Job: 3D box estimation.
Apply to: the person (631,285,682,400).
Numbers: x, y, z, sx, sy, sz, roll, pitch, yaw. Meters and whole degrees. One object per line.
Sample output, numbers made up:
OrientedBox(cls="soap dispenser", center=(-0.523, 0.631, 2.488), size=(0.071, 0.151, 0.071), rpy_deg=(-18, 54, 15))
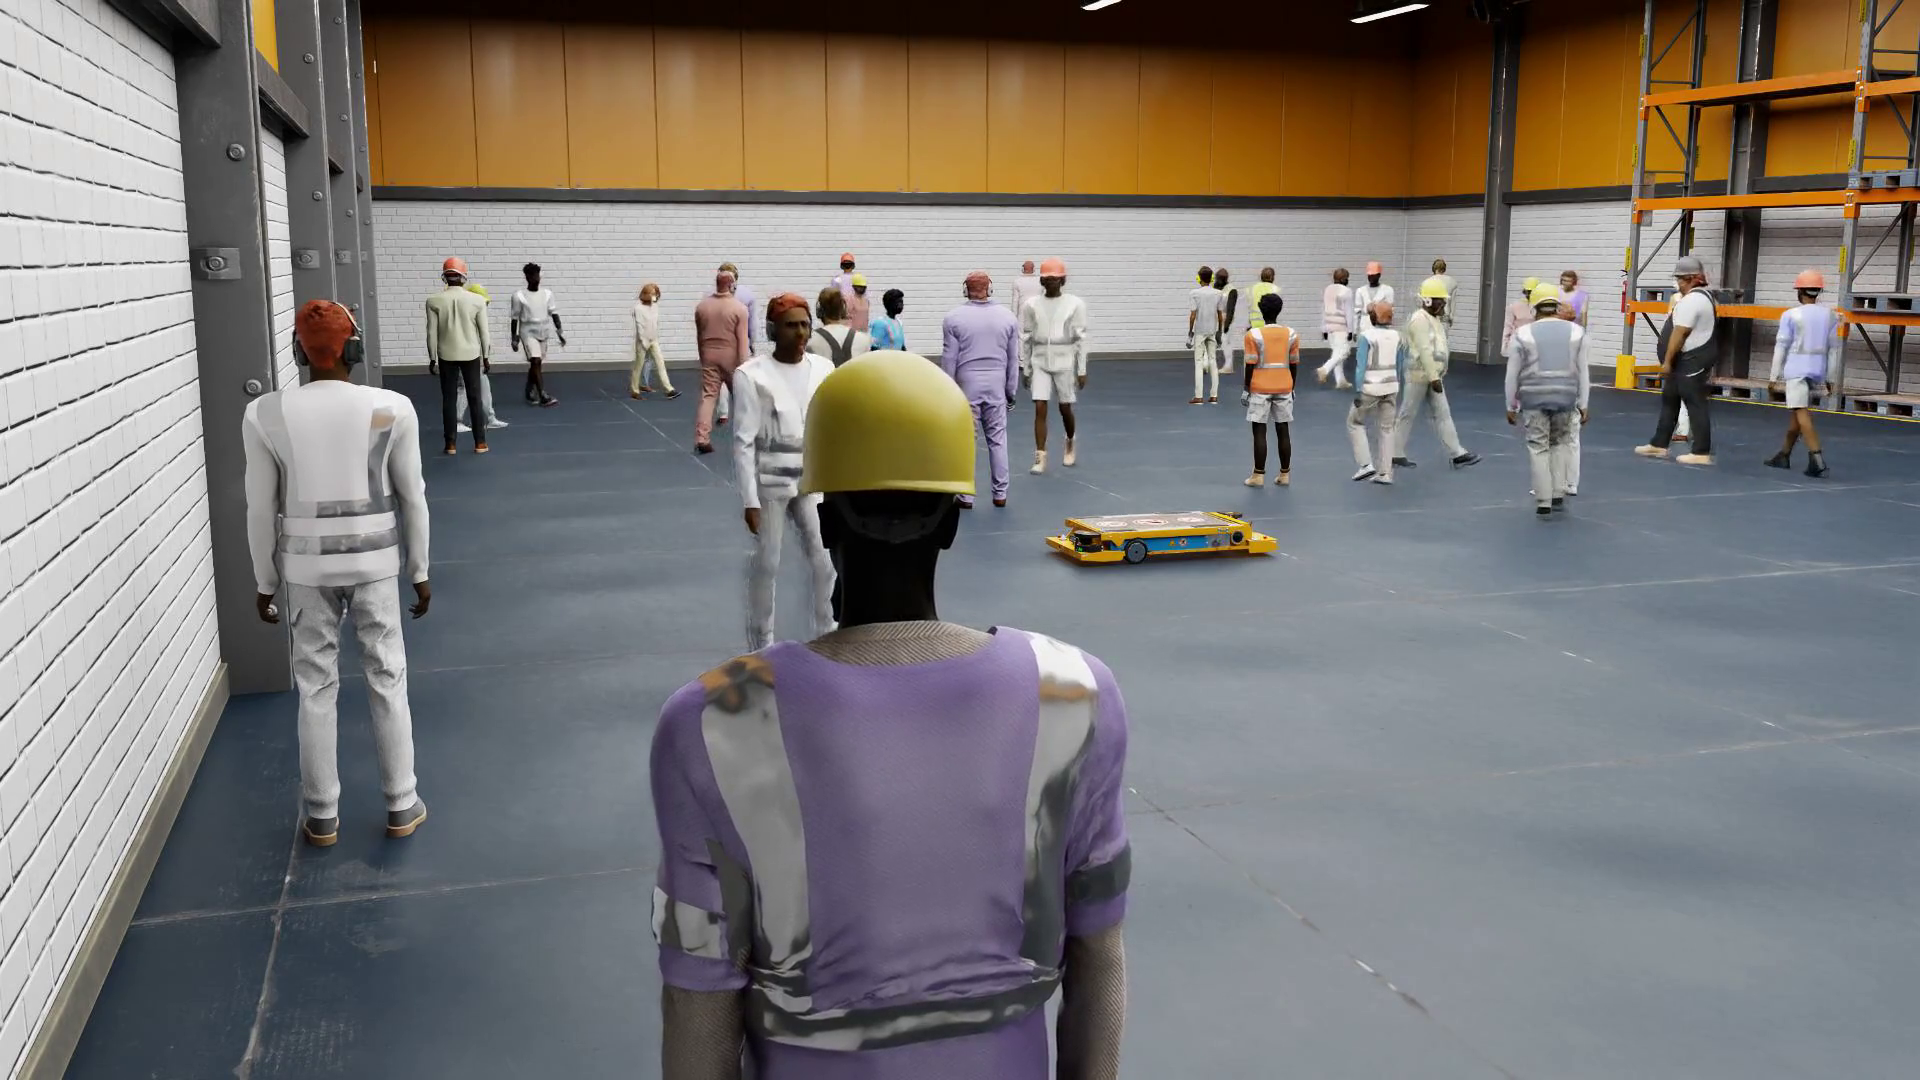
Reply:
OrientedBox(cls="person", center=(-4.257, -2.711, 22.982), size=(0.841, 1.594, 0.503), rpy_deg=(7, 12, 35))

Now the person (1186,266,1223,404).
OrientedBox(cls="person", center=(3.306, -2.763, 22.493), size=(0.533, 1.862, 0.310), rpy_deg=(-3, 10, -17))

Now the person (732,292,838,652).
OrientedBox(cls="person", center=(-0.762, -0.218, 7.789), size=(0.602, 1.846, 0.839), rpy_deg=(-7, 12, -37))

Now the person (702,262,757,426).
OrientedBox(cls="person", center=(-2.721, -2.315, 19.685), size=(0.635, 1.936, 0.351), rpy_deg=(-3, 10, -17))

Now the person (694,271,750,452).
OrientedBox(cls="person", center=(-2.451, -1.836, 17.164), size=(0.655, 1.860, 0.991), rpy_deg=(4, 10, 20))

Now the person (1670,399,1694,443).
OrientedBox(cls="person", center=(7.890, -1.865, 17.960), size=(0.507, 1.631, 0.266), rpy_deg=(-3, 10, -17))

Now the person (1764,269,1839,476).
OrientedBox(cls="person", center=(7.829, -1.550, 15.391), size=(0.557, 1.899, 0.971), rpy_deg=(-1, 10, -8))

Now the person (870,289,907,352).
OrientedBox(cls="person", center=(-0.700, -1.807, 17.535), size=(0.832, 1.651, 0.571), rpy_deg=(4, 10, 20))

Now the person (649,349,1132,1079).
OrientedBox(cls="person", center=(-0.085, 0.729, 2.092), size=(0.594, 1.924, 0.382), rpy_deg=(-3, 10, -17))

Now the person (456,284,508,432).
OrientedBox(cls="person", center=(-5.503, -2.066, 18.964), size=(0.710, 1.687, 0.557), rpy_deg=(-3, 10, -17))

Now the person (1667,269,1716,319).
OrientedBox(cls="person", center=(9.252, -2.530, 21.072), size=(0.545, 1.903, 0.943), rpy_deg=(7, 12, 36))

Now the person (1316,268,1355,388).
OrientedBox(cls="person", center=(5.633, -3.168, 24.969), size=(0.711, 1.819, 0.633), rpy_deg=(-5, 11, -28))

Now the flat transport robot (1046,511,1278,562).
OrientedBox(cls="flat transport robot", center=(1.366, -0.035, 11.305), size=(1.431, 0.197, 0.652), rpy_deg=(-3, 10, -17))

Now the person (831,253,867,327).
OrientedBox(cls="person", center=(-1.856, -3.736, 27.608), size=(0.614, 2.039, 0.389), rpy_deg=(-3, 10, -17))

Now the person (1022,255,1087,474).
OrientedBox(cls="person", center=(0.887, -1.642, 15.600), size=(0.624, 2.044, 0.757), rpy_deg=(3, 10, 15))

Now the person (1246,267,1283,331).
OrientedBox(cls="person", center=(4.741, -3.355, 26.022), size=(0.633, 1.827, 0.670), rpy_deg=(6, 12, 33))

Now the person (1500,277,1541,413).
OrientedBox(cls="person", center=(7.142, -2.447, 21.033), size=(0.559, 1.729, 0.766), rpy_deg=(5, 11, 27))

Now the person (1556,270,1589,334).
OrientedBox(cls="person", center=(8.705, -2.958, 23.775), size=(0.580, 1.811, 0.651), rpy_deg=(7, 12, 36))

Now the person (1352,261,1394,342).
OrientedBox(cls="person", center=(5.931, -3.043, 23.948), size=(0.558, 1.913, 0.572), rpy_deg=(6, 11, 31))

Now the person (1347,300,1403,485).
OrientedBox(cls="person", center=(3.672, -1.301, 14.704), size=(0.550, 1.620, 0.432), rpy_deg=(-5, 11, -27))

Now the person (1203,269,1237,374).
OrientedBox(cls="person", center=(4.331, -3.662, 27.958), size=(0.688, 1.774, 0.941), rpy_deg=(9, 13, 42))

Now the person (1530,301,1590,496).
OrientedBox(cls="person", center=(5.025, -1.173, 13.940), size=(0.523, 1.636, 0.310), rpy_deg=(-3, 10, -17))

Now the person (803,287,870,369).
OrientedBox(cls="person", center=(-0.926, -0.845, 11.567), size=(0.531, 1.800, 0.939), rpy_deg=(-5, 11, -28))

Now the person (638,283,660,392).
OrientedBox(cls="person", center=(-4.630, -2.985, 24.549), size=(0.399, 1.596, 0.642), rpy_deg=(-5, 11, -25))

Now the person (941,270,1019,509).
OrientedBox(cls="person", center=(0.146, -1.201, 13.331), size=(0.651, 1.904, 0.403), rpy_deg=(-3, 10, -17))

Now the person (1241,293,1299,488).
OrientedBox(cls="person", center=(2.695, -1.299, 14.488), size=(0.540, 1.698, 0.317), rpy_deg=(-3, 10, -17))

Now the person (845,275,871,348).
OrientedBox(cls="person", center=(-1.496, -3.049, 24.579), size=(0.919, 1.716, 0.548), rpy_deg=(9, 13, 42))

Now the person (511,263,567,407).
OrientedBox(cls="person", center=(-5.688, -2.741, 22.263), size=(1.037, 1.912, 0.609), rpy_deg=(9, 14, 44))

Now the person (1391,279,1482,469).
OrientedBox(cls="person", center=(4.461, -1.533, 15.581), size=(0.915, 1.785, 0.591), rpy_deg=(7, 12, 36))

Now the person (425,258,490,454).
OrientedBox(cls="person", center=(-5.113, -1.875, 16.974), size=(0.622, 1.990, 0.394), rpy_deg=(-3, 10, -17))

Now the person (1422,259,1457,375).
OrientedBox(cls="person", center=(8.014, -3.734, 27.897), size=(0.635, 1.937, 0.352), rpy_deg=(-3, 10, -17))

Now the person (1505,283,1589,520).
OrientedBox(cls="person", center=(4.503, -1.065, 12.838), size=(0.612, 1.798, 0.594), rpy_deg=(0, 10, 3))

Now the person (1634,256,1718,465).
OrientedBox(cls="person", center=(6.975, -1.768, 16.217), size=(0.881, 2.000, 0.698), rpy_deg=(6, 11, 30))

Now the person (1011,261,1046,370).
OrientedBox(cls="person", center=(1.188, -3.922, 29.076), size=(0.651, 1.906, 0.403), rpy_deg=(-3, 10, -17))

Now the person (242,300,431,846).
OrientedBox(cls="person", center=(-2.135, 0.118, 5.755), size=(0.584, 1.881, 0.337), rpy_deg=(-3, 10, -17))
